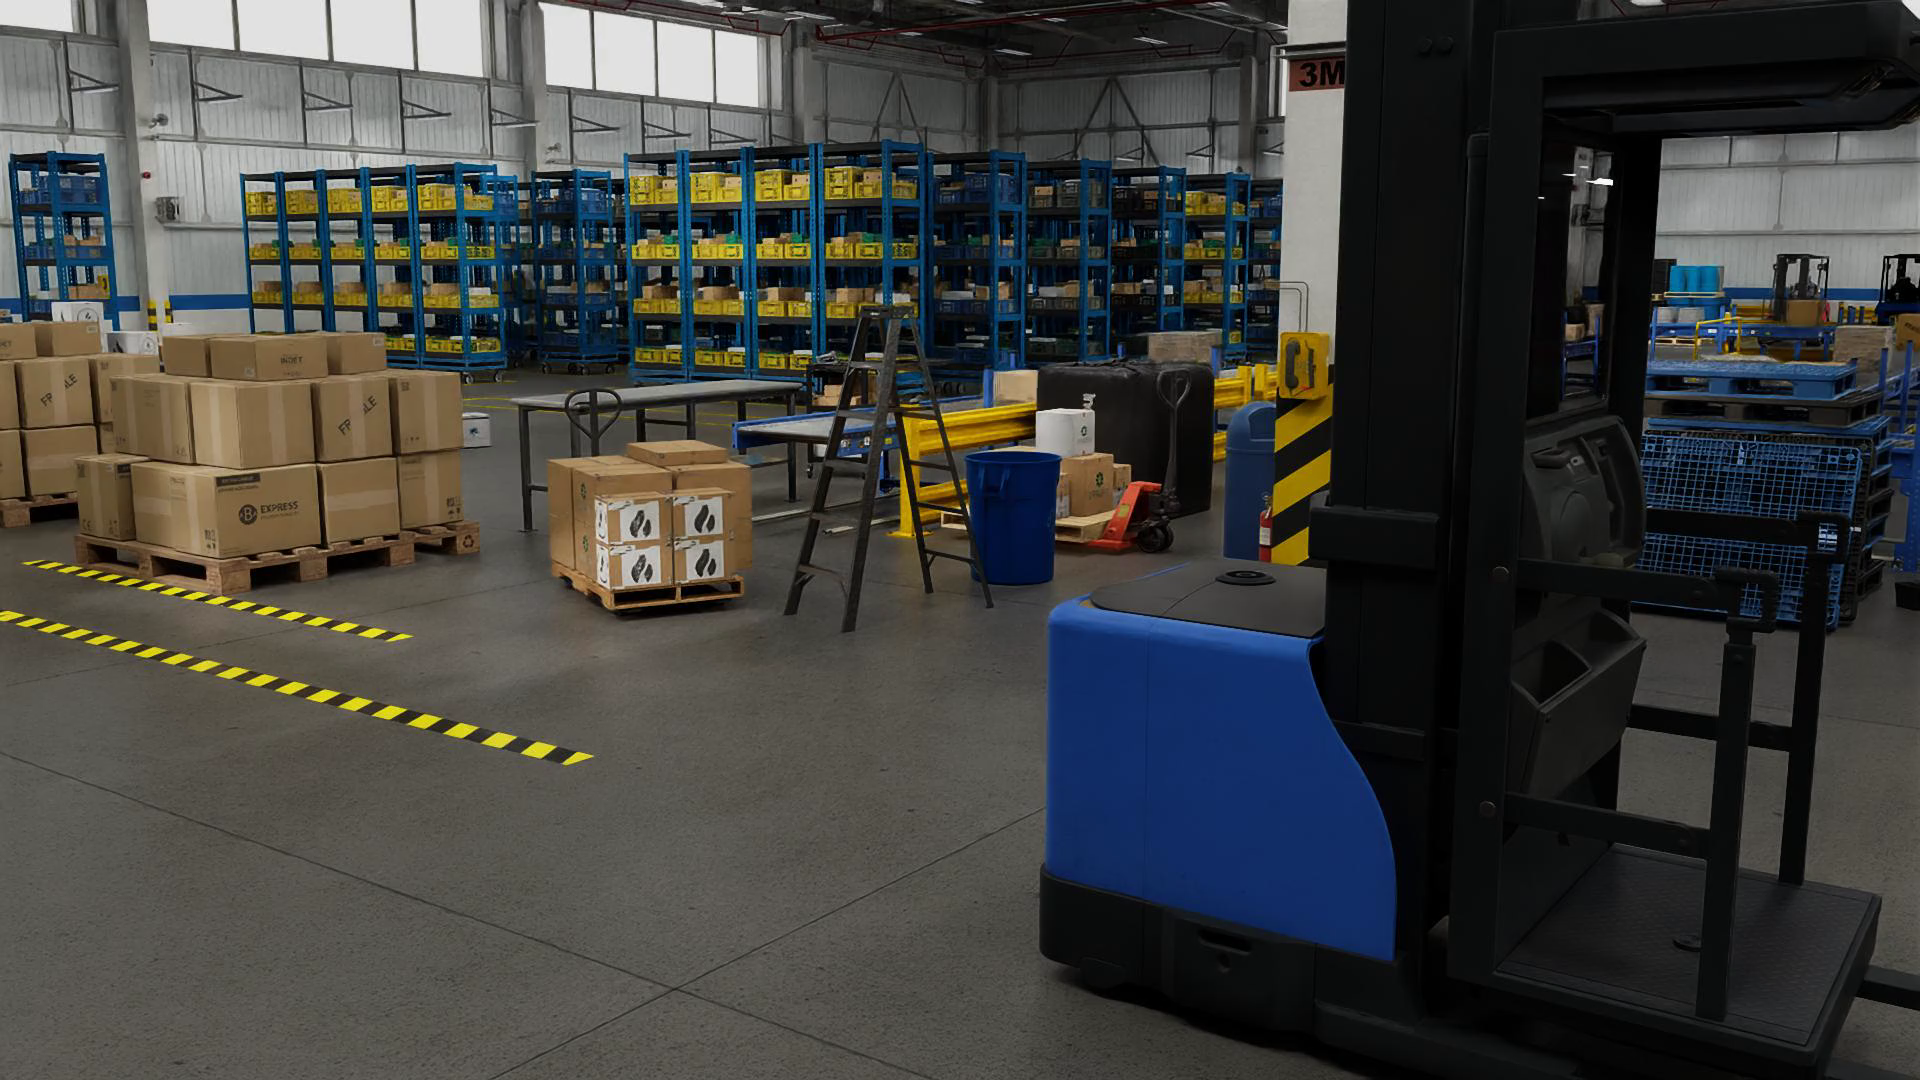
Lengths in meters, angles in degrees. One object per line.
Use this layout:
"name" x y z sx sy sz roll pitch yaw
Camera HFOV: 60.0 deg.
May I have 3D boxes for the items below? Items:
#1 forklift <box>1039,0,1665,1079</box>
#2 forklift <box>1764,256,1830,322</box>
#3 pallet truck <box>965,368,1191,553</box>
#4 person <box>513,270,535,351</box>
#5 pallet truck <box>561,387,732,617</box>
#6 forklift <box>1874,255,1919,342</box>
"forklift" 1.249 -0.137 4.360 1.873 2.768 1.129 7 12 35
"forklift" 20.253 -5.854 40.139 1.157 1.987 2.680 7 12 35
"pallet truck" 0.845 -0.609 11.869 1.630 1.274 0.653 7 12 35
"person" -9.751 -5.148 37.342 0.491 1.822 0.601 -9 13 -42
"pallet truck" -1.981 -0.274 10.088 0.680 1.201 1.601 -5 11 -28
"forklift" 22.089 -5.634 38.796 1.157 1.987 2.680 6 11 33
